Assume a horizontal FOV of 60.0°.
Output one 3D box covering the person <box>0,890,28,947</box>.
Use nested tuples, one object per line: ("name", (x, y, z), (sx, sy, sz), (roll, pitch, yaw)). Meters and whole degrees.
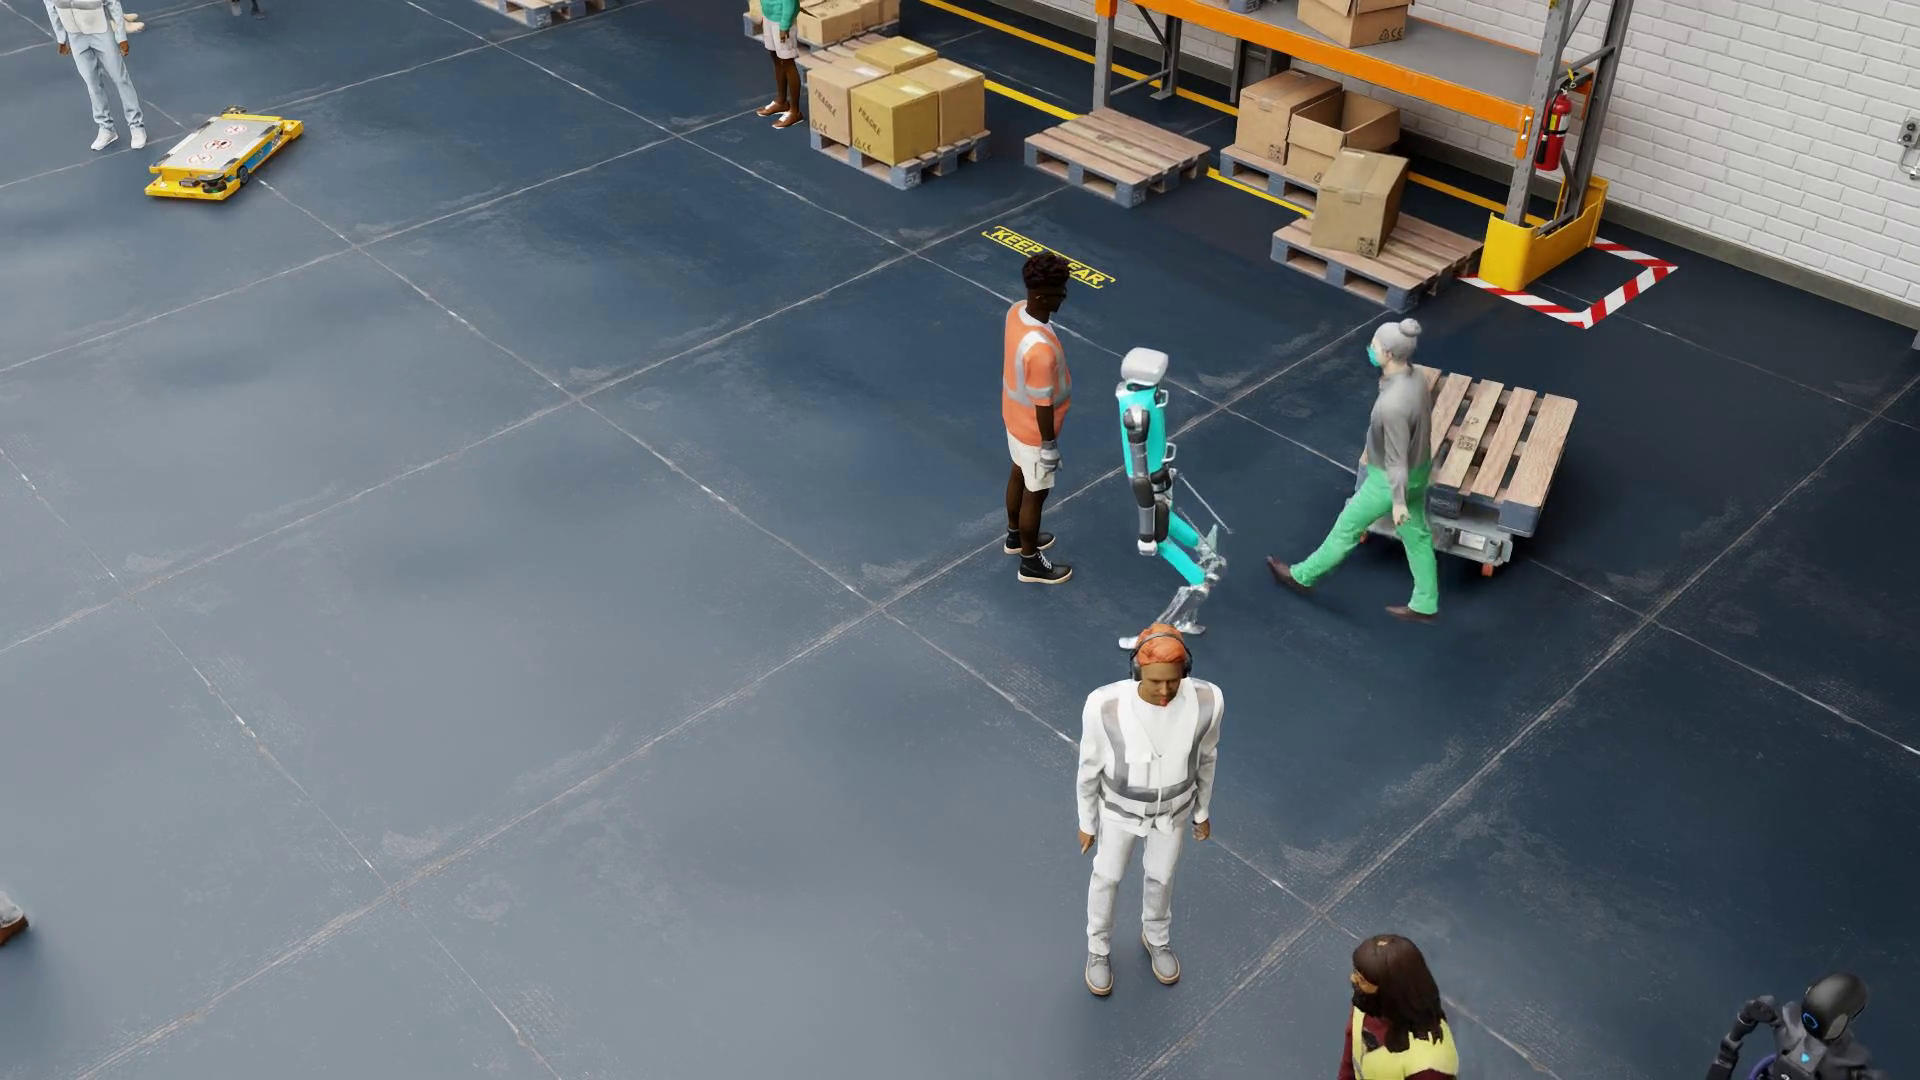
("person", (-4.503, 1.145, 6.904), (0.708, 1.593, 0.474), (-21, 42, -26))

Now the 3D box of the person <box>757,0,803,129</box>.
("person", (-1.532, -4.441, 14.102), (0.397, 1.849, 0.491), (-18, 41, -22))

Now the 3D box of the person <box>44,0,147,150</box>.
("person", (-7.145, -4.167, 13.688), (0.588, 1.914, 0.393), (-1, 37, -1))

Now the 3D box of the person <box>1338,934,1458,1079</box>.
("person", (1.462, 1.991, 5.704), (0.931, 1.709, 0.536), (-6, 38, -8))

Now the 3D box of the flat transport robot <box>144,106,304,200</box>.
("flat transport robot", (-6.087, -3.210, 13.783), (0.659, 0.231, 1.431), (5, 37, 7))

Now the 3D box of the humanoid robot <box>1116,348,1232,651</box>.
("humanoid robot", (1.165, -0.143, 8.510), (0.804, 1.776, 0.546), (6, 37, 8))

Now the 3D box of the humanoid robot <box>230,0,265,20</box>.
("humanoid robot", (-7.092, -5.880, 16.152), (0.612, 1.645, 0.366), (-20, 41, -24))

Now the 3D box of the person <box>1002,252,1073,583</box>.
("person", (0.417, -0.651, 8.992), (0.368, 1.963, 0.602), (-8, 38, -10))

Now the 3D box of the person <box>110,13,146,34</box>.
("person", (-8.260, -5.879, 15.856), (0.388, 2.033, 0.604), (-19, 41, -24))

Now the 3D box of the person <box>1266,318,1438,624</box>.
("person", (2.211, -0.382, 8.775), (1.011, 1.775, 0.548), (20, 41, 24))

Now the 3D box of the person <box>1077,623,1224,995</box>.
("person", (0.750, 1.102, 6.738), (0.574, 1.882, 0.356), (-6, 38, -8))

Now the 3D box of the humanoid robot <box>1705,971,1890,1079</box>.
("humanoid robot", (2.803, 2.047, 5.682), (0.697, 1.622, 0.609), (-26, 44, -30))
